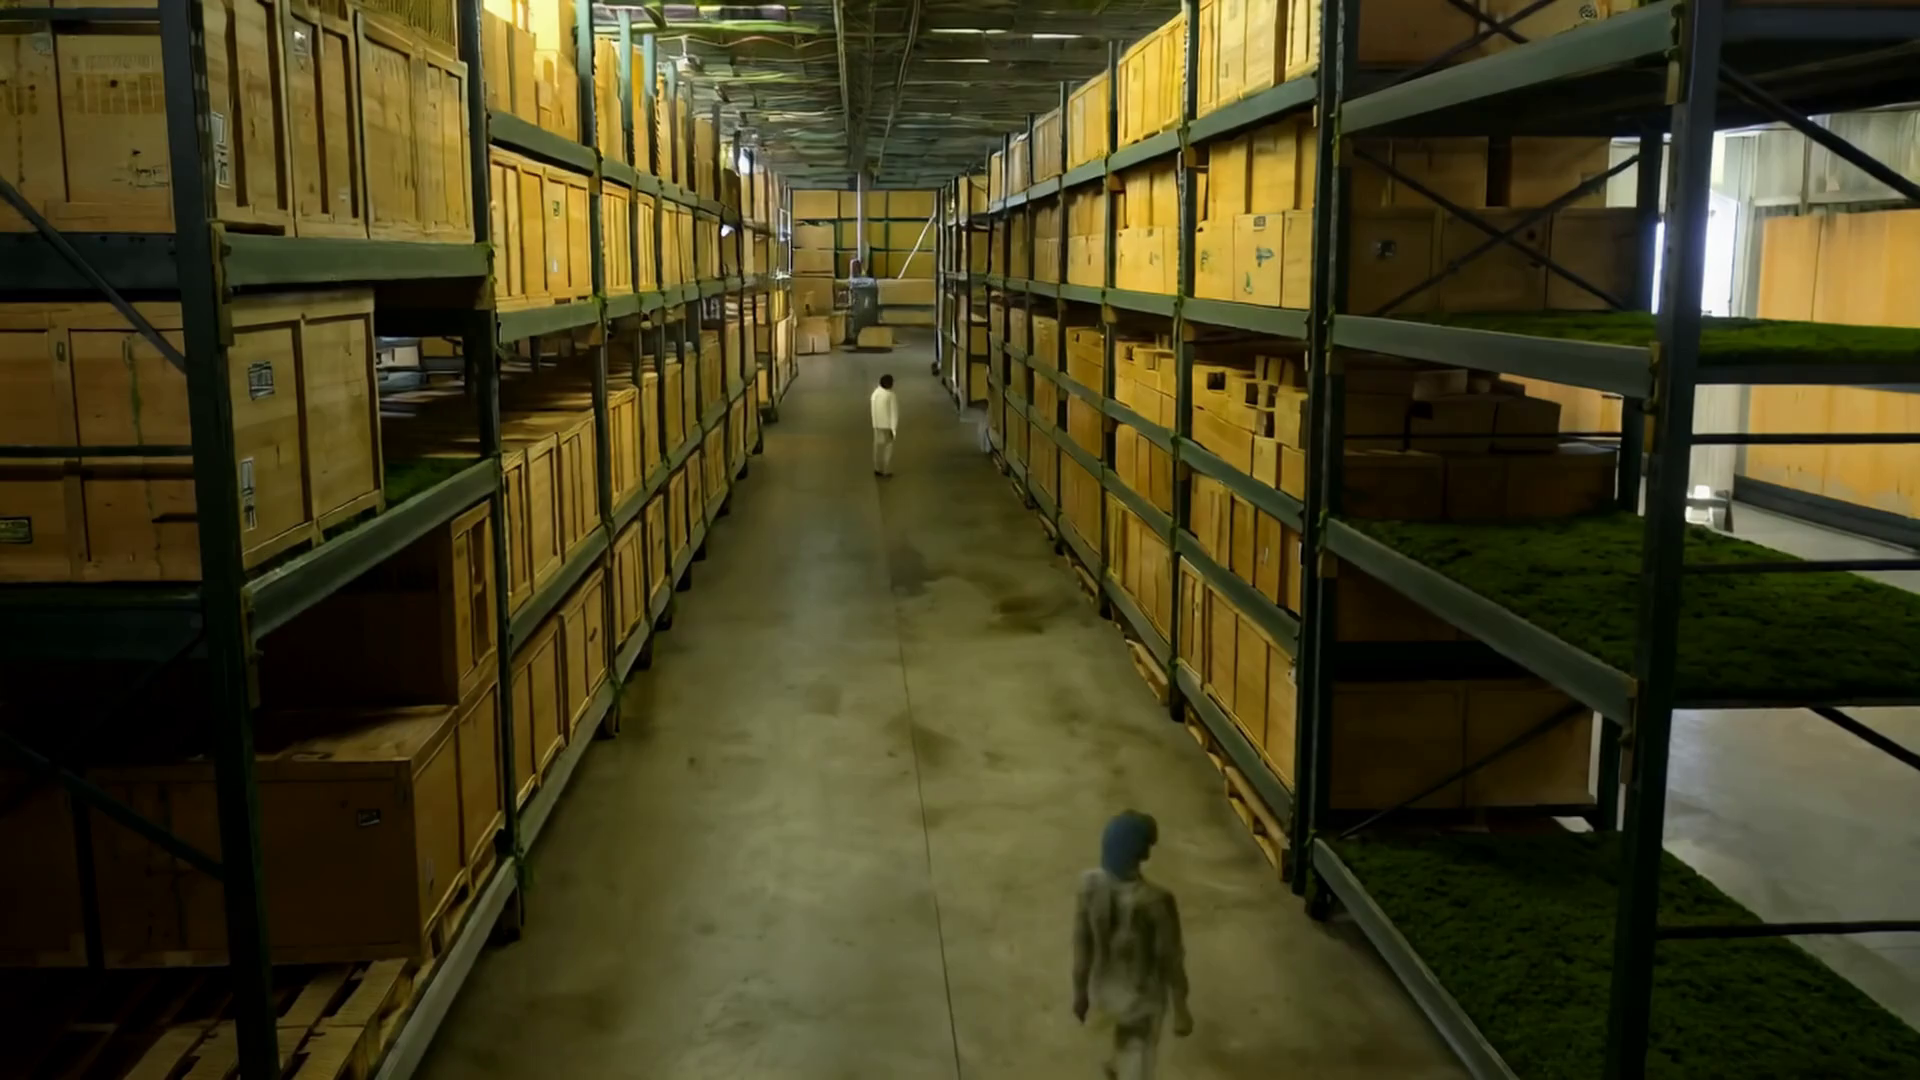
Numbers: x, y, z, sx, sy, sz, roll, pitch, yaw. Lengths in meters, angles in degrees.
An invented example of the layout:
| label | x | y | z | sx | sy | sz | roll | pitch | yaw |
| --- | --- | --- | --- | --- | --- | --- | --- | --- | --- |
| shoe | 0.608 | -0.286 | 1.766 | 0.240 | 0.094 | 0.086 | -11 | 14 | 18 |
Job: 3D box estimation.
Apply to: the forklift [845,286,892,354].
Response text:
| label | x | y | z | sx | sy | sz | roll | pitch | yaw |
| --- | --- | --- | --- | --- | --- | --- | --- | --- | --- |
| forklift | -3.815 | -9.228 | 69.593 | 1.129 | 2.768 | 1.873 | -9 | 13 | -44 |

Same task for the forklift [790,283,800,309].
| label | x | y | z | sx | sy | sz | roll | pitch | yaw |
| --- | --- | --- | --- | --- | --- | --- | --- | --- | --- |
| forklift | -8.225 | -11.092 | 80.725 | 1.129 | 2.768 | 1.873 | -6 | 11 | -31 |

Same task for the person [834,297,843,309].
| label | x | y | z | sx | sy | sz | roll | pitch | yaw |
| --- | --- | --- | --- | --- | --- | --- | --- | --- | --- |
| person | -6.722 | -12.408 | 91.444 | 0.580 | 1.919 | 0.530 | -9 | 13 | -44 |

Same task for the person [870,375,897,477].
| label | x | y | z | sx | sy | sz | roll | pitch | yaw |
| --- | --- | --- | --- | --- | --- | --- | --- | --- | --- |
| person | -1.370 | -2.039 | 29.795 | 0.472 | 1.833 | 0.650 | -9 | 13 | -43 |

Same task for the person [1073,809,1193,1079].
| label | x | y | z | sx | sy | sz | roll | pitch | yaw |
| --- | --- | --- | --- | --- | --- | --- | --- | --- | --- |
| person | 0.640 | 1.913 | 6.841 | 0.785 | 1.607 | 0.514 | -8 | 12 | -39 |
